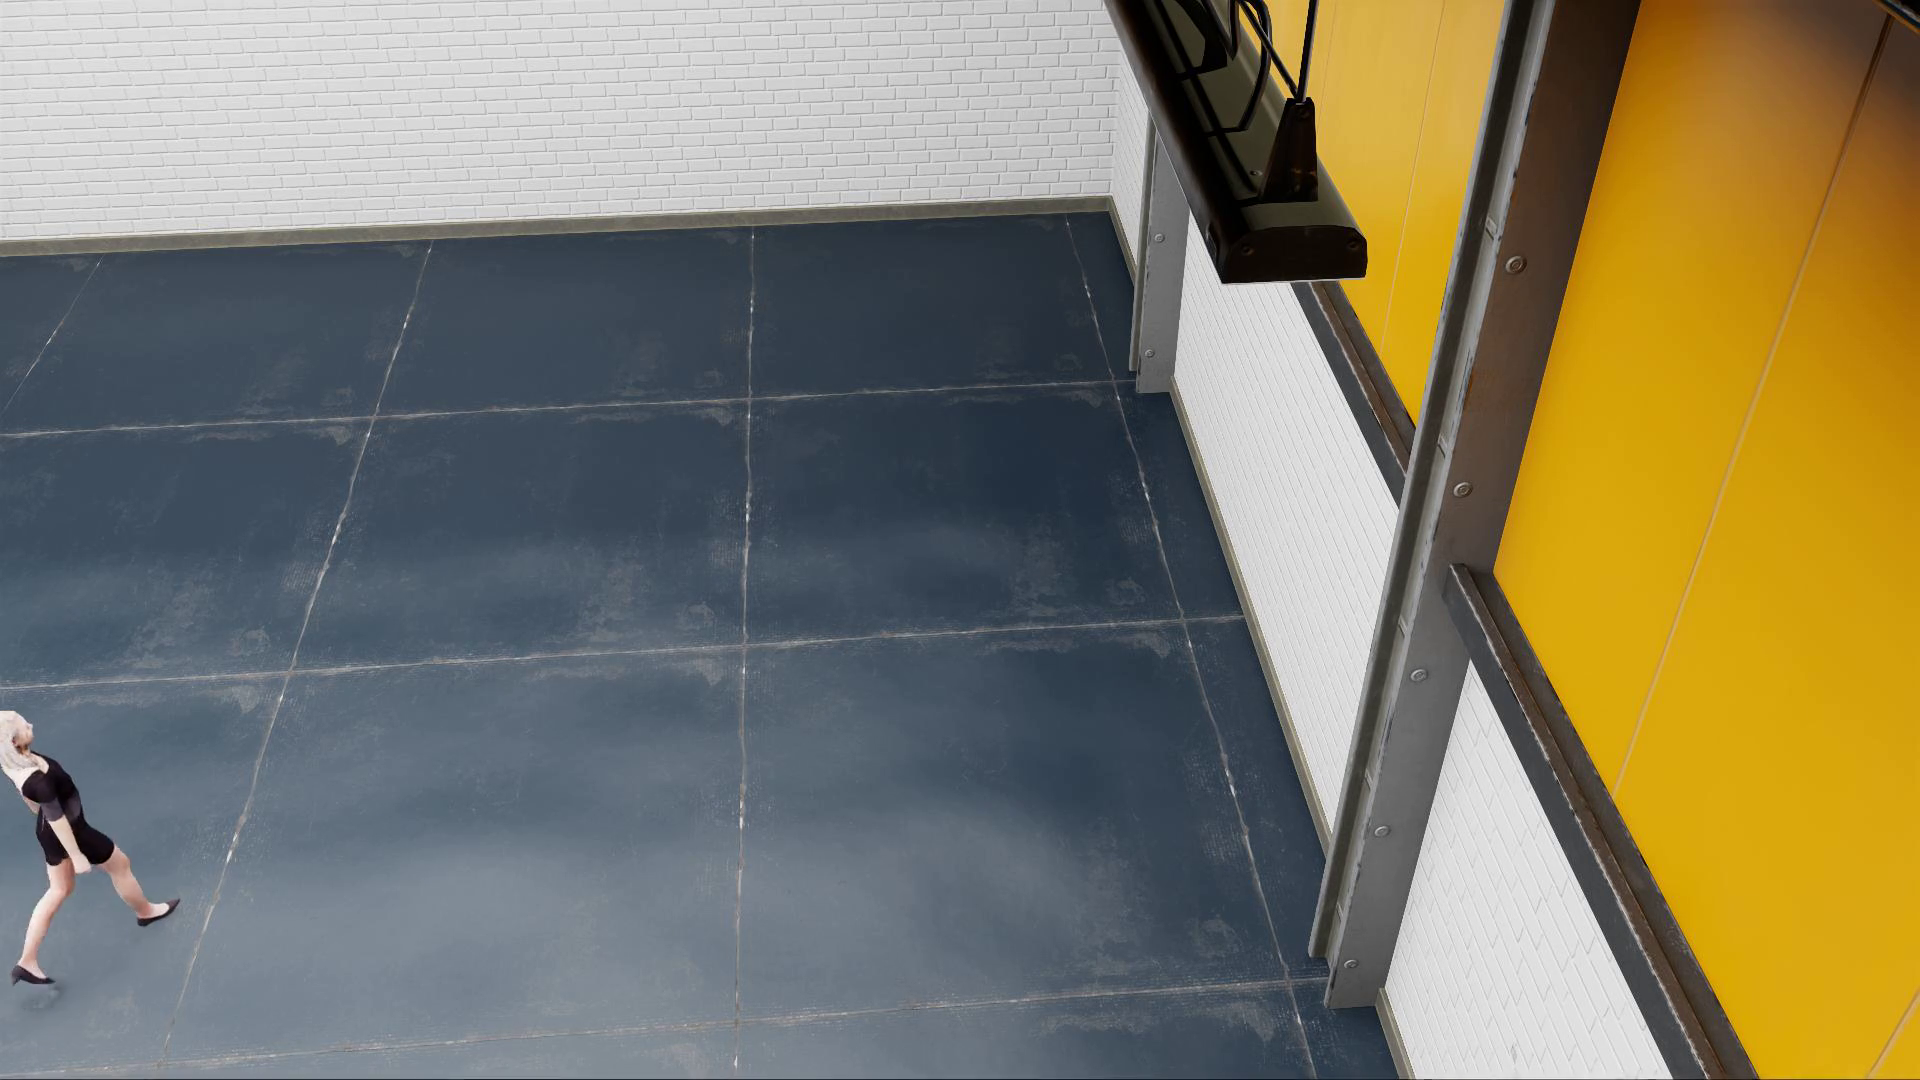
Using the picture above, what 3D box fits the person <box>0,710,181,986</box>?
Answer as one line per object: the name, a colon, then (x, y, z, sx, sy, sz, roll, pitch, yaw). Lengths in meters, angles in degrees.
person: (-4.739, 1.614, 8.653, 1.061, 1.798, 1.177, 23, 44, 26)
